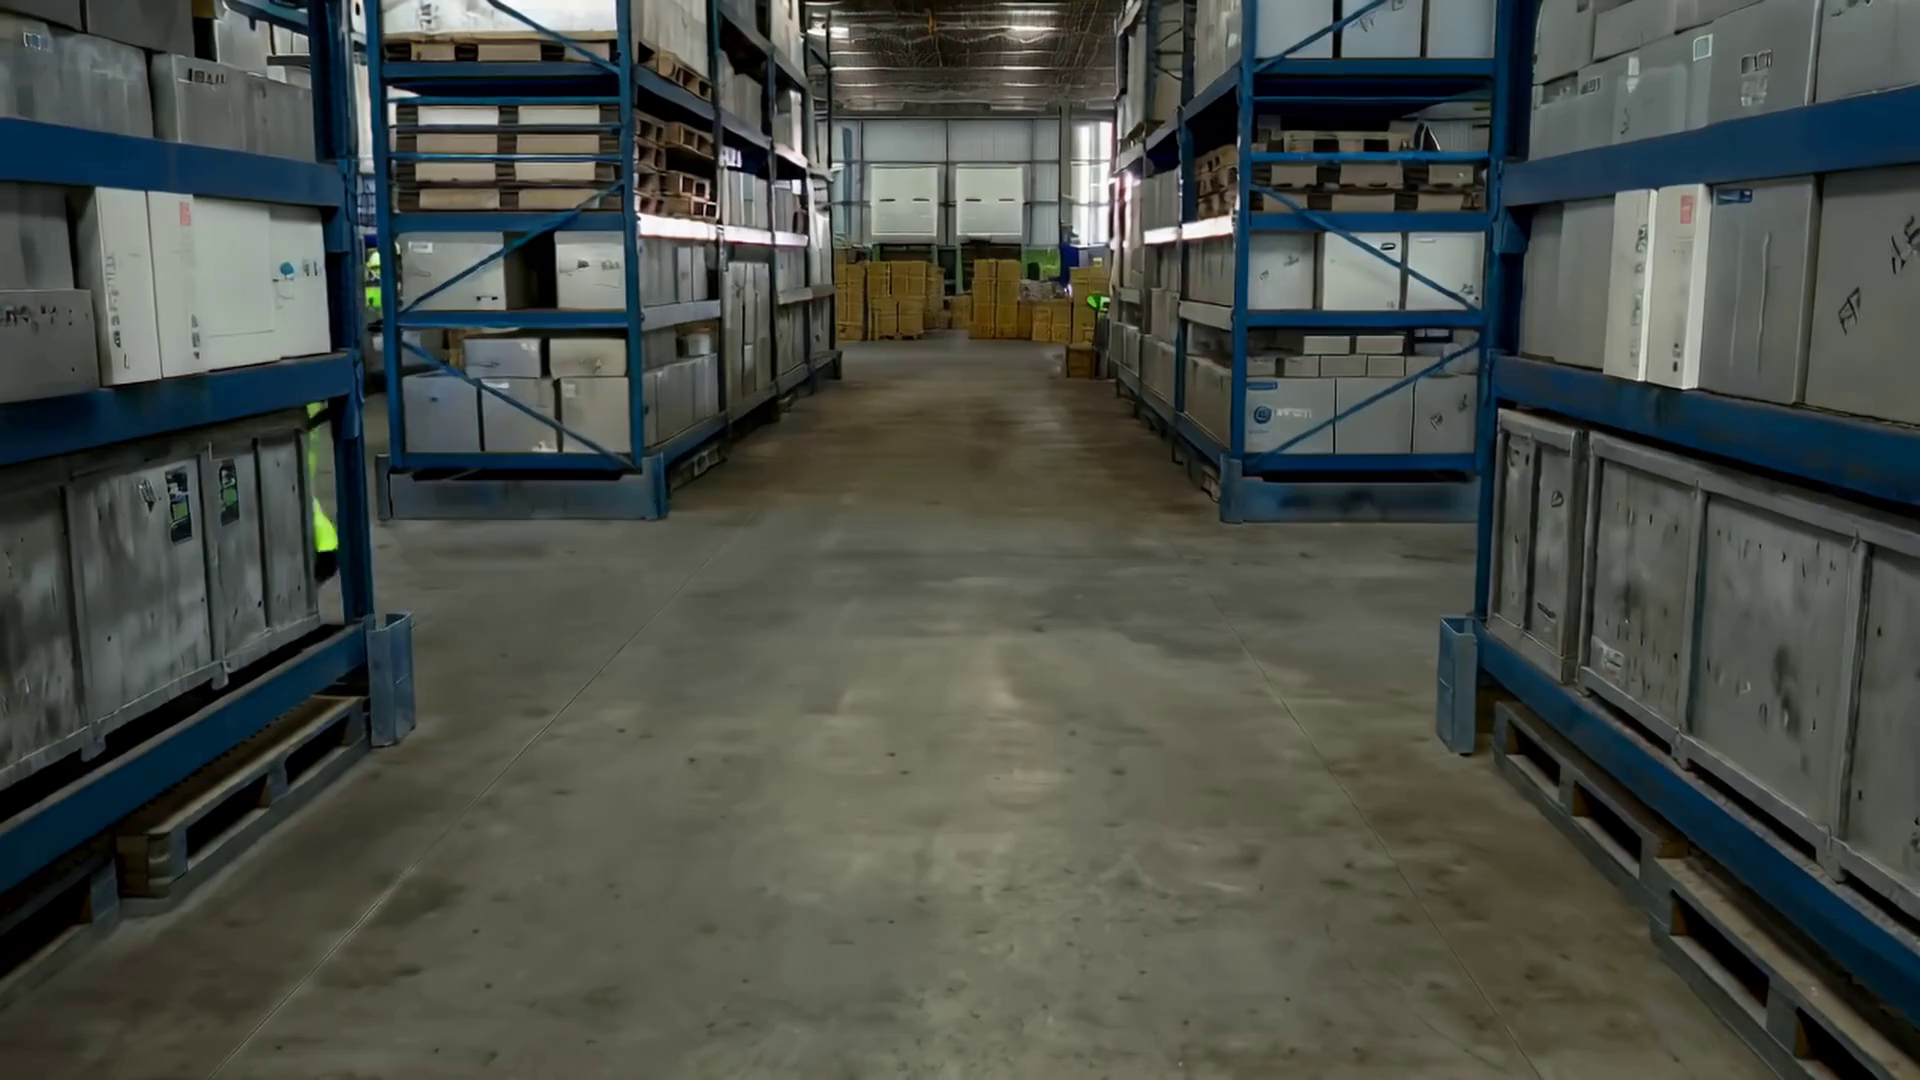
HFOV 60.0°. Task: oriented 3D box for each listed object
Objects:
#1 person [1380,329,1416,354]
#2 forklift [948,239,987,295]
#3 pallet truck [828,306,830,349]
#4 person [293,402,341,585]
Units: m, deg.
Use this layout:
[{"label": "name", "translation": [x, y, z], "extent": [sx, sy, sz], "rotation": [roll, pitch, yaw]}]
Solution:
[{"label": "person", "translation": [4.840, -1.988, 18.651], "extent": [0.662, 1.811, 0.846], "rotation": [-1, 10, -5]}, {"label": "forklift", "translation": [0.600, -8.940, 57.110], "extent": [1.873, 2.768, 1.129], "rotation": [4, 10, 20]}, {"label": "pallet truck", "translation": [-3.100, -3.940, 29.800], "extent": [1.885, 1.965, 0.823], "rotation": [3, 10, 19]}, {"label": "person", "translation": [-3.165, -0.234, 7.825], "extent": [0.425, 1.921, 0.564], "rotation": [0, 9, 0]}]
